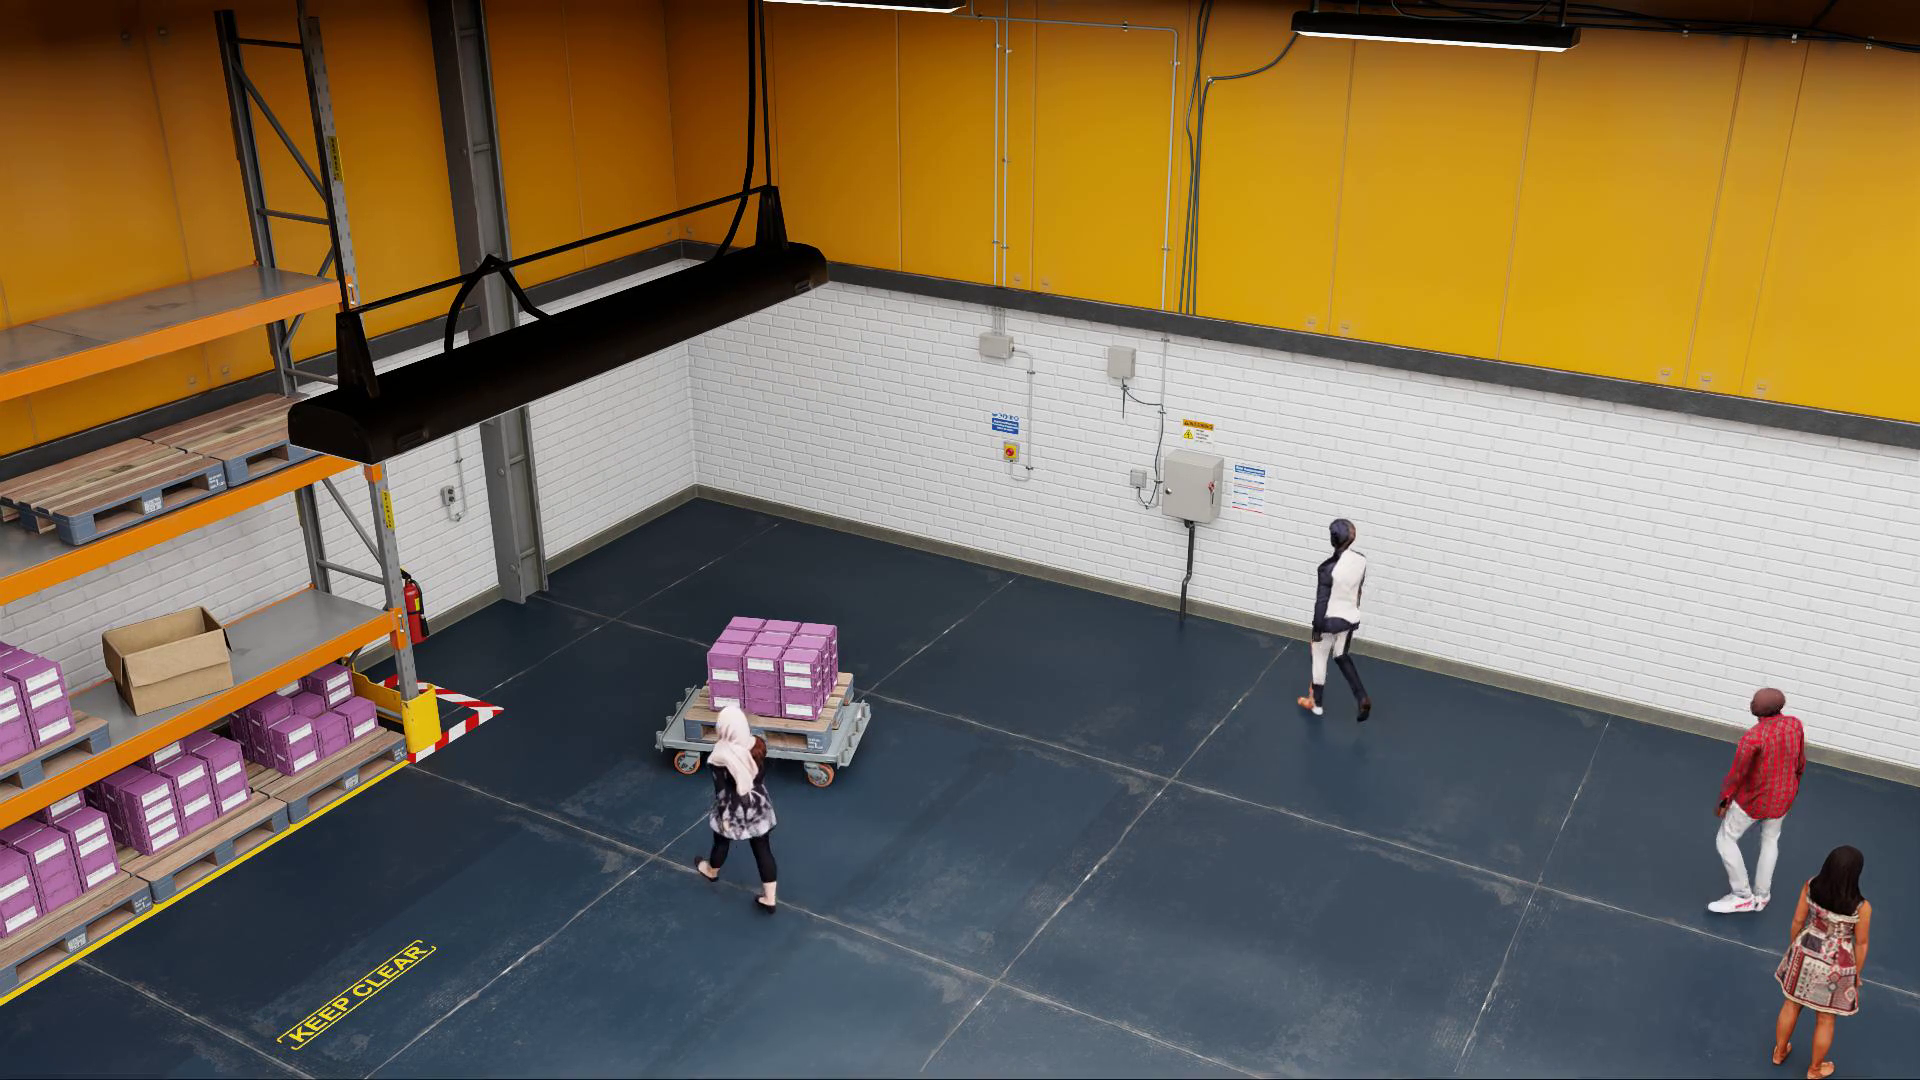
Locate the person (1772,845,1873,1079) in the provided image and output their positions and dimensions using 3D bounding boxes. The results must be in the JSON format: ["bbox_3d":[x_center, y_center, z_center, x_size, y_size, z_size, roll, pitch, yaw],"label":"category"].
[{"bbox_3d":[5.346,2.602,10.309,0.634,1.645,0.706,-21,31,-39],"label":"person"}]

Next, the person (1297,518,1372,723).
[{"bbox_3d":[3.289,0.731,14.301,1.092,1.877,1.075,-12,26,-26],"label":"person"}]

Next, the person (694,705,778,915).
[{"bbox_3d":[-1.488,1.951,11.859,1.065,1.598,0.915,-19,30,-37],"label":"person"}]

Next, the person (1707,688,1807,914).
[{"bbox_3d":[5.712,1.850,11.841,0.800,1.797,0.842,0,24,1],"label":"person"}]
